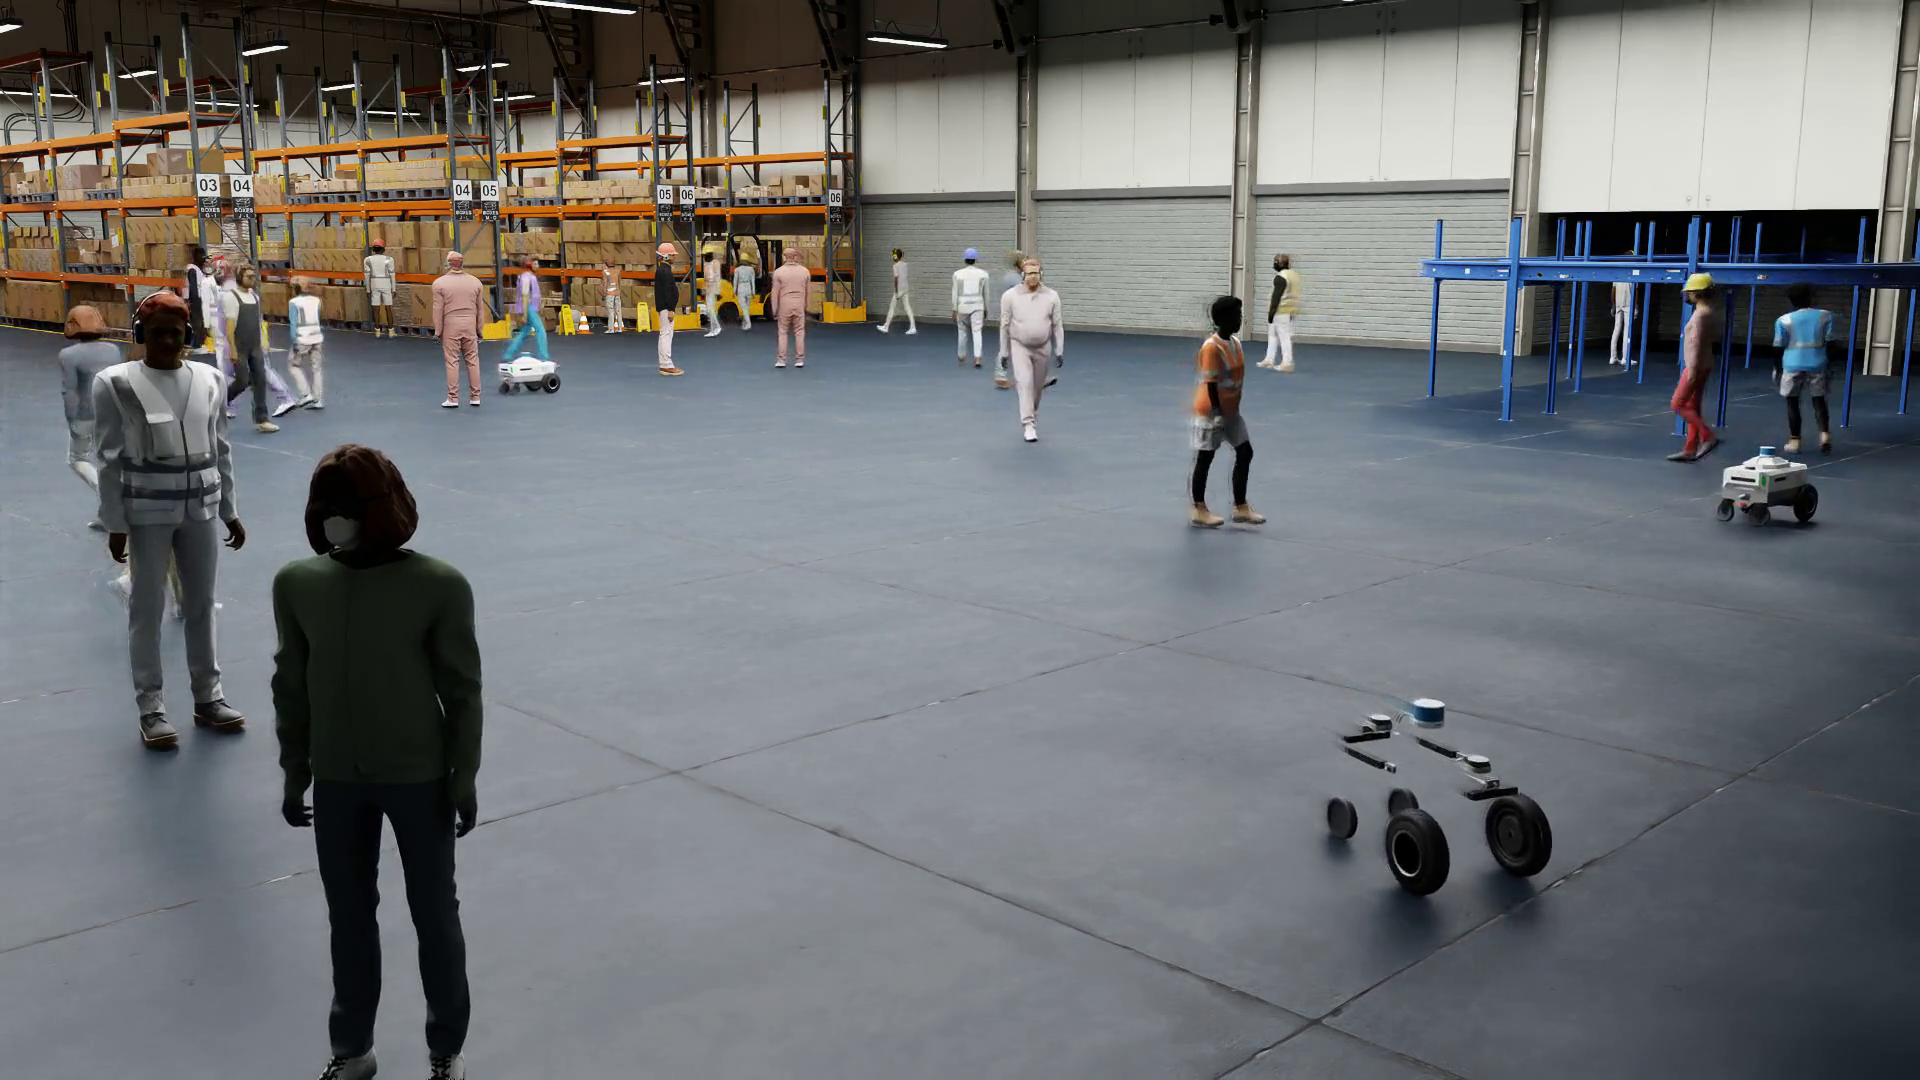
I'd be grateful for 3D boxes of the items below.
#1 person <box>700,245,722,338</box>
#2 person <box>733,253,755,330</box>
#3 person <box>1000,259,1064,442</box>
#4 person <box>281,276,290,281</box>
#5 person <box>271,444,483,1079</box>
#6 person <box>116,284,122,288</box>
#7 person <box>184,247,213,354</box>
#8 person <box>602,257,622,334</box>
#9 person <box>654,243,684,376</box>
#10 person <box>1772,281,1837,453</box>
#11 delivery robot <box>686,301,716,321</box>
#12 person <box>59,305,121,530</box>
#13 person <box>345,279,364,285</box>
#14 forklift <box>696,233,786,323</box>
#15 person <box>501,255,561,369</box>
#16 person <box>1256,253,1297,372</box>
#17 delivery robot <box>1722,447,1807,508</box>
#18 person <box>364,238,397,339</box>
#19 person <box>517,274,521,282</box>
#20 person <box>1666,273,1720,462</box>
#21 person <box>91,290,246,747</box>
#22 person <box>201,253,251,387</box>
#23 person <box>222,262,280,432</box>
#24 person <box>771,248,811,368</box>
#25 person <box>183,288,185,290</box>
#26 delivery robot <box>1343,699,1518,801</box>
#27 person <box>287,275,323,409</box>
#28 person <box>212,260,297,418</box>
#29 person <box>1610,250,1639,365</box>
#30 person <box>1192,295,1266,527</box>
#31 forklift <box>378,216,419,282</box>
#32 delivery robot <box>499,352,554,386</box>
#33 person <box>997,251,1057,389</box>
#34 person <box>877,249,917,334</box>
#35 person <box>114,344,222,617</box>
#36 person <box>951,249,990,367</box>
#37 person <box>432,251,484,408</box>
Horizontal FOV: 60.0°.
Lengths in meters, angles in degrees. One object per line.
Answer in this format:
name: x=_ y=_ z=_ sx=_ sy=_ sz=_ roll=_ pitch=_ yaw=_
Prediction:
person: x=-5.181 y=-5.158 z=34.493 sx=0.420 sy=1.911 sz=0.627 roll=-7 pitch=13 yaw=-34
person: x=-4.801 y=-5.563 z=37.233 sx=0.487 sy=1.719 sz=0.757 roll=-5 pitch=12 yaw=-28
person: x=0.749 y=-2.012 z=17.476 sx=0.653 sy=1.871 sz=0.959 roll=-2 pitch=11 yaw=-10
person: x=-18.028 y=-7.084 z=44.938 sx=0.431 sy=1.933 sz=0.635 roll=7 pitch=13 yaw=34
person: x=-1.386 y=0.579 z=3.982 sx=0.502 sy=1.632 sz=0.279 roll=1 pitch=10 yaw=5
person: x=-22.381 y=-6.832 z=43.702 sx=0.651 sy=1.882 sz=1.003 roll=-5 pitch=12 yaw=-27
person: x=-13.653 y=-4.291 z=29.808 sx=0.468 sy=1.897 sz=0.703 roll=-1 pitch=10 yaw=-8
person: x=-7.496 y=-5.264 z=35.831 sx=0.310 sy=1.638 sz=0.514 roll=8 pitch=13 yaw=37
person: x=-4.455 y=-3.518 z=25.335 sx=0.376 sy=1.995 sz=0.612 roll=-4 pitch=11 yaw=-19
person: x=8.220 y=-1.674 z=16.198 sx=0.593 sy=1.663 sz=0.391 roll=3 pitch=11 yaw=14
delivery robot: x=-6.174 y=-5.436 z=39.585 sx=0.707 sy=0.478 sz=0.477 roll=6 pitch=12 yaw=29
person: x=-6.155 y=-0.863 z=11.880 sx=0.434 sy=1.620 sz=0.505 roll=5 pitch=12 yaw=26
person: x=-16.482 y=-7.088 z=45.223 sx=0.429 sy=1.843 sz=0.633 roll=5 pitch=12 yaw=27
forklift: x=-5.496 y=-6.489 z=41.108 sx=2.313 sy=2.155 sz=1.214 roll=-10 pitch=14 yaw=-44
person: x=-6.870 y=-3.617 z=26.400 sx=0.920 sy=1.810 sz=0.582 roll=-2 pitch=11 yaw=-8
person: x=4.908 y=-3.565 z=26.058 sx=0.756 sy=1.819 sz=0.654 roll=5 pitch=11 yaw=24
delivery robot: x=6.014 y=-0.454 z=12.421 sx=0.707 sy=0.478 sz=0.477 roll=-8 pitch=13 yaw=-38
person: x=-11.939 y=-5.185 z=34.293 sx=0.607 sy=2.045 sz=0.390 roll=-2 pitch=10 yaw=-8
person: x=-12.536 y=-7.639 z=47.972 sx=0.551 sy=1.932 sz=0.378 roll=-8 pitch=13 yaw=-37
person: x=6.843 y=-1.592 z=15.471 sx=0.393 sy=1.753 sz=0.556 roll=6 pitch=12 yaw=30
person: x=-3.306 y=-0.100 z=6.993 sx=0.353 sy=1.886 sz=0.572 roll=8 pitch=13 yaw=37
person: x=-9.954 y=-2.946 z=22.569 sx=0.585 sy=1.872 sz=0.538 roll=-10 pitch=14 yaw=-43
person: x=-7.755 y=-2.071 z=17.923 sx=0.685 sy=1.824 sz=0.525 roll=4 pitch=11 yaw=20
person: x=-2.726 y=-3.721 z=26.706 sx=0.663 sy=1.904 sz=0.406 roll=-4 pitch=11 yaw=-22
person: x=-23.264 y=-7.893 z=49.616 sx=0.627 sy=1.844 sz=0.429 roll=-3 pitch=11 yaw=-14
delivery robot: x=1.585 y=0.660 z=5.633 sx=0.335 sy=0.223 sz=0.699 roll=-4 pitch=11 yaw=-22
person: x=-7.984 y=-2.403 z=20.277 sx=0.372 sy=1.625 sz=0.505 roll=5 pitch=12 yaw=26
person: x=-8.300 y=-2.339 z=19.358 sx=0.993 sy=1.843 sz=0.681 roll=0 pitch=10 yaw=-2
person: x=10.949 y=-3.827 z=27.366 sx=0.310 sy=1.868 sz=0.533 roll=-6 pitch=12 yaw=-29
person: x=1.966 y=-0.913 z=11.973 sx=0.654 sy=1.673 sz=0.557 roll=7 pitch=13 yaw=34
forklift: x=-17.868 y=-9.201 z=54.028 sx=1.873 sy=2.768 sz=1.129 roll=-10 pitch=14 yaw=-44
delivery robot: x=-5.839 y=-2.289 z=22.422 sx=0.477 sy=0.478 sz=0.707 roll=10 pitch=14 yaw=43
person: x=0.868 y=-2.991 z=22.745 sx=0.654 sy=1.884 sz=1.031 roll=-10 pitch=15 yaw=-44
person: x=-1.323 y=-5.369 z=35.933 sx=0.993 sy=1.815 sz=0.537 roll=8 pitch=13 yaw=37
person: x=-4.381 y=-0.353 z=9.097 sx=0.507 sy=1.622 sz=0.527 roll=9 pitch=14 yaw=42
person: x=0.177 y=-3.760 z=26.944 sx=0.638 sy=1.898 sz=1.013 roll=-1 pitch=10 yaw=-7
person: x=-6.201 y=-2.598 z=20.545 sx=0.651 sy=1.913 sz=0.409 roll=-8 pitch=13 yaw=-38
